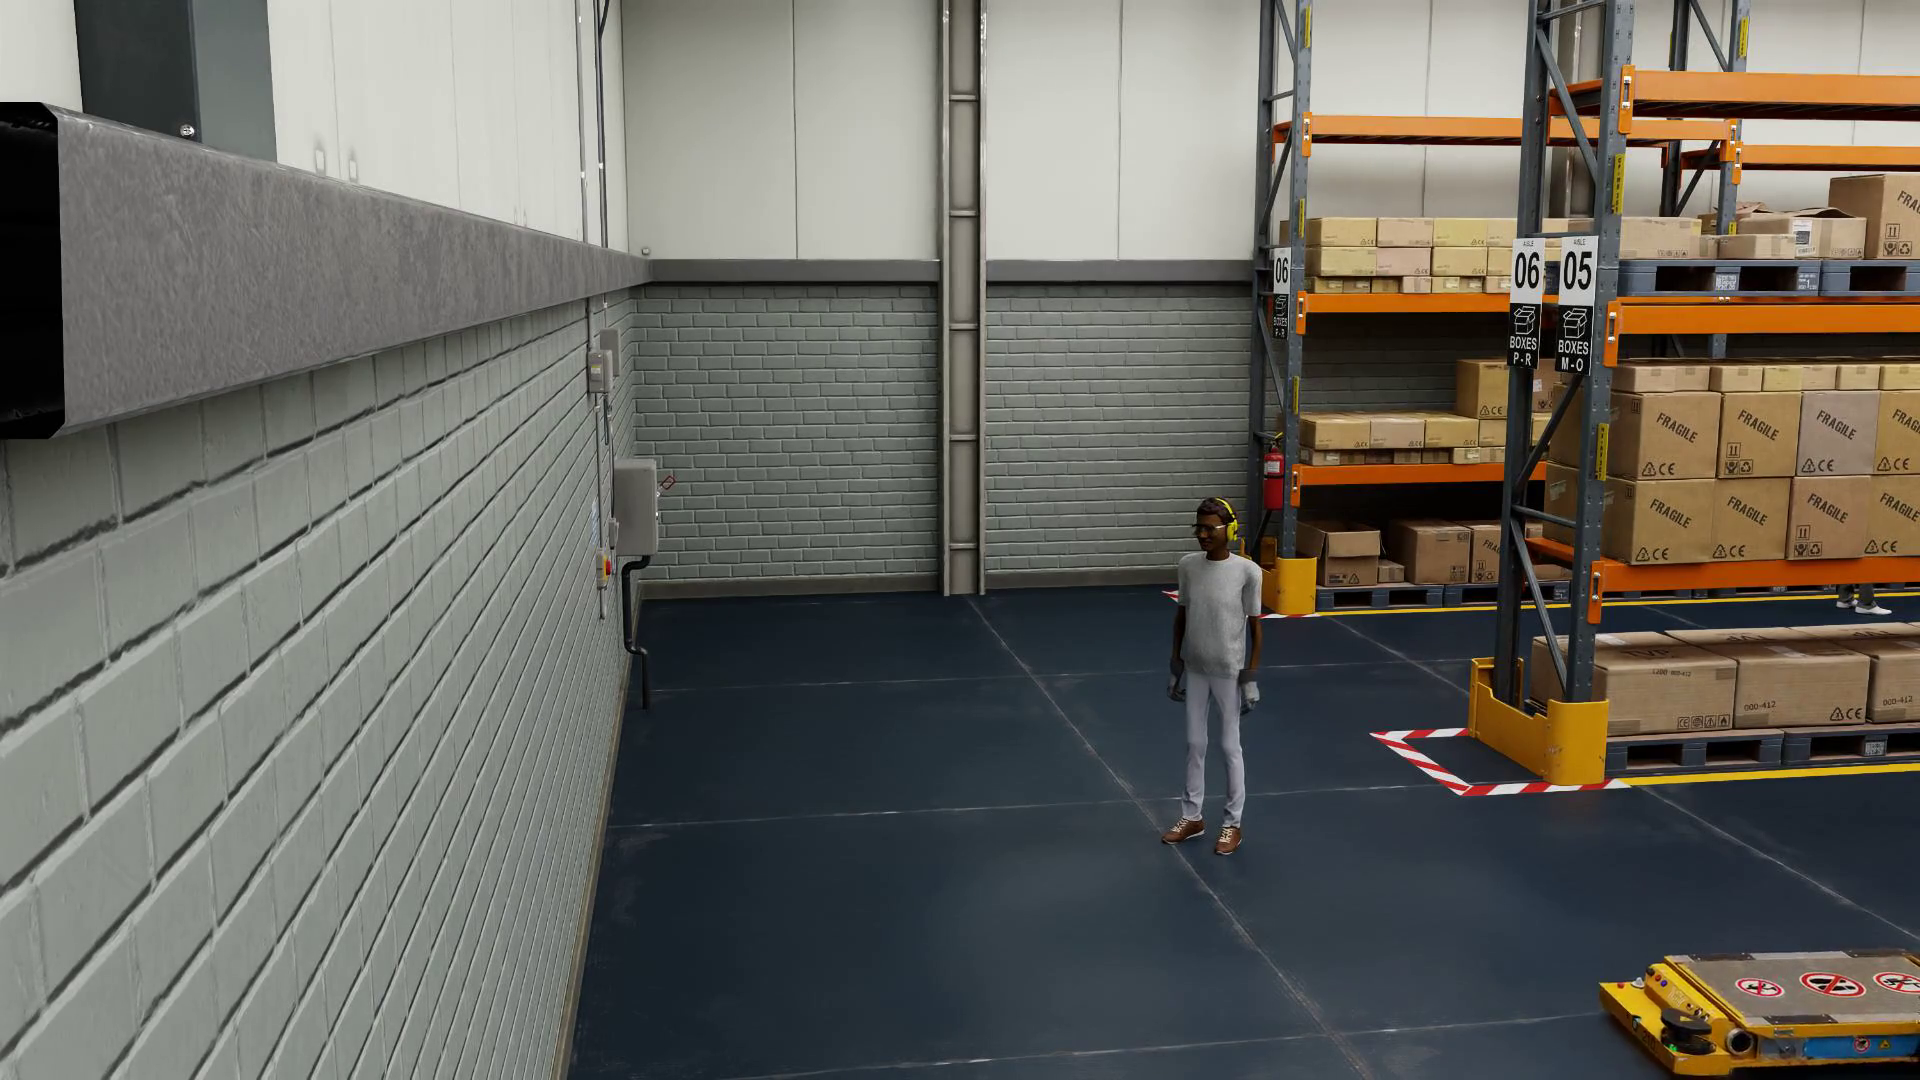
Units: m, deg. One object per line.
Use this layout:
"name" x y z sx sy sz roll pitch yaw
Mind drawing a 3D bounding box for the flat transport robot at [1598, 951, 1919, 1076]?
"flat transport robot" 3.355 1.847 6.550 1.431 0.197 0.652 -1 9 -3

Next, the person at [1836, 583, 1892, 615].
"person" 8.065 -0.294 14.691 0.389 1.919 0.583 -2 9 -10

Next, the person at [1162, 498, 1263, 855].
"person" 1.319 0.701 8.697 0.531 1.870 0.317 6 11 35
